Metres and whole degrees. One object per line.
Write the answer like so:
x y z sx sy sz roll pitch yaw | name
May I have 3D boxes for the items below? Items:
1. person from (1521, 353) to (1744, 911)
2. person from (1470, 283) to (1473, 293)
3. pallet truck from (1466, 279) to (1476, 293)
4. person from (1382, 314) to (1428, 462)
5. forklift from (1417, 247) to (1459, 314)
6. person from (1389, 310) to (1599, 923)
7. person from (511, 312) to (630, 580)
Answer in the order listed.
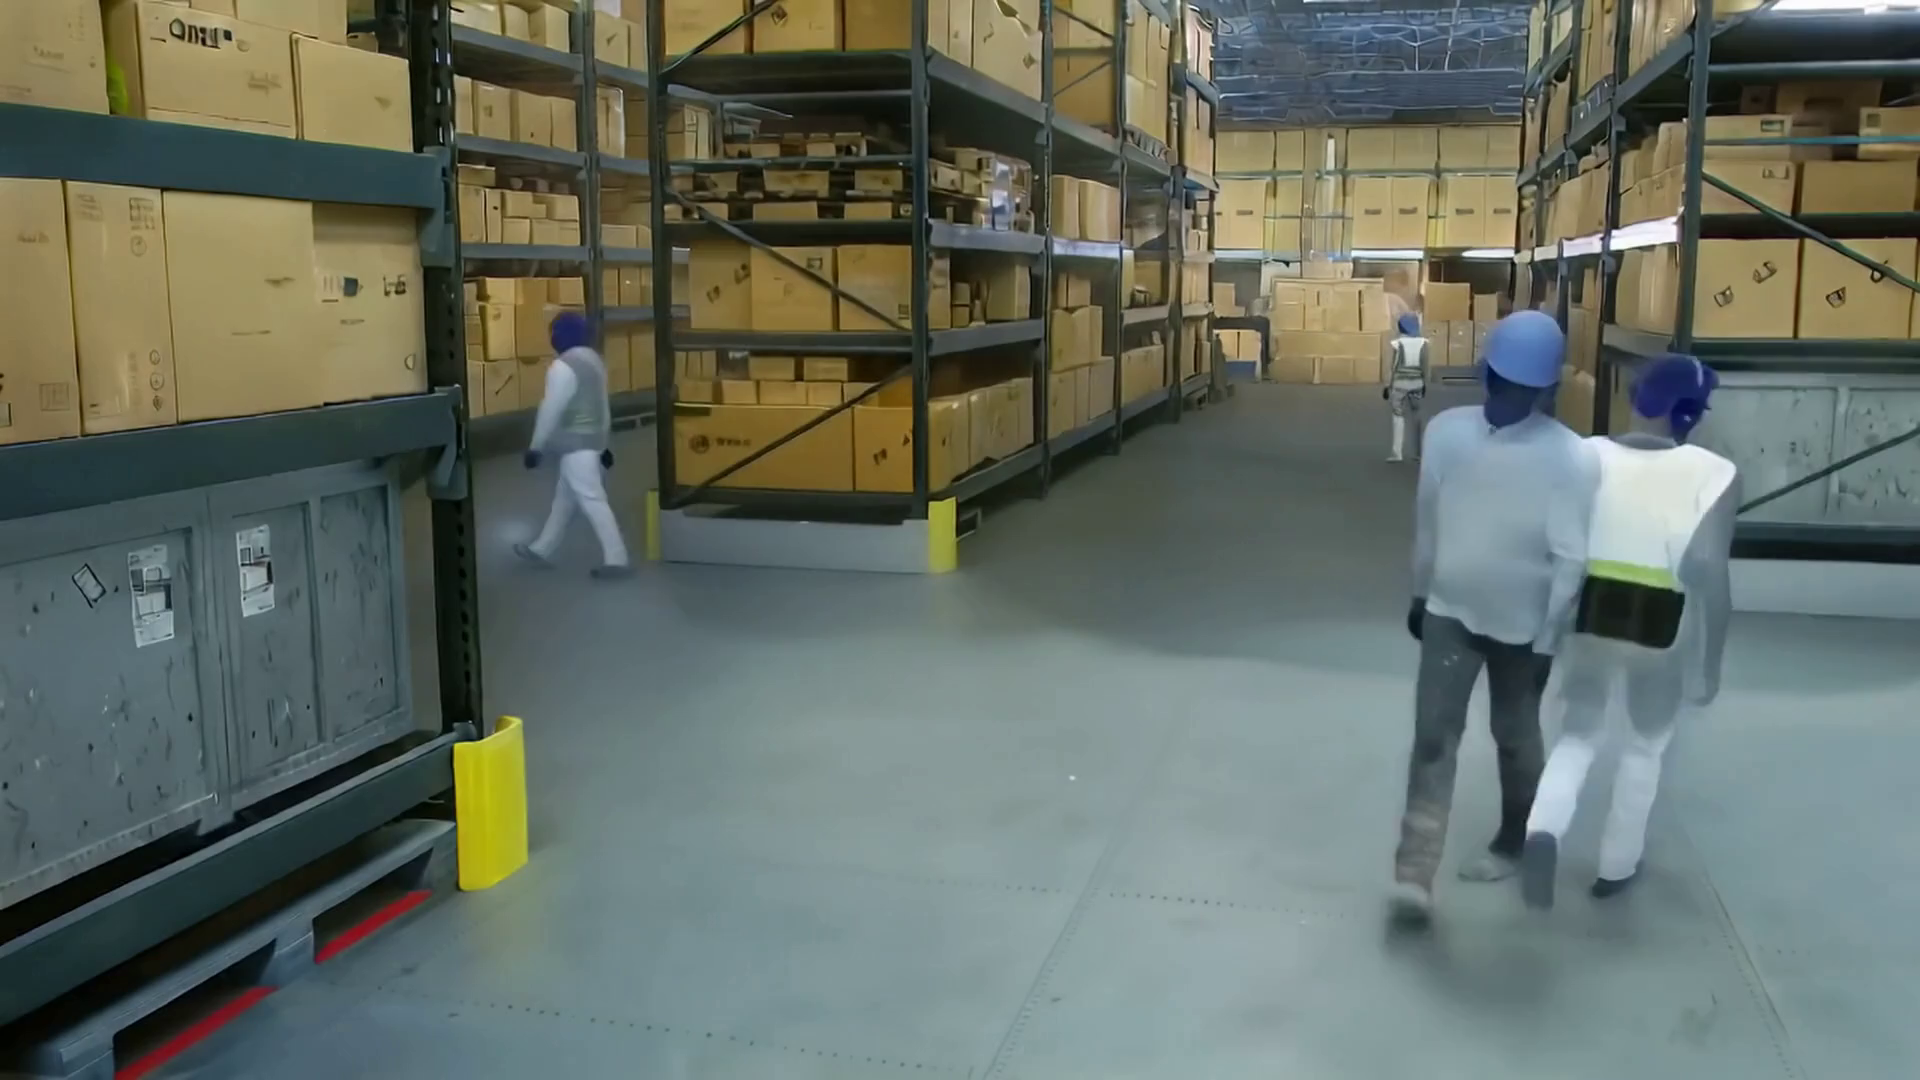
2.079 0.320 5.202 0.615 1.804 0.725 7 11 39 | person
16.522 -7.441 54.205 0.574 1.885 0.356 -5 10 -27 | person
18.896 -8.459 60.307 1.885 1.965 0.823 5 10 31 | pallet truck
4.898 -1.663 18.291 0.530 1.630 0.328 -3 9 -18 | person
12.611 -6.302 43.810 1.129 2.768 1.873 1 9 5 | forklift
1.616 0.253 5.194 0.679 1.921 0.980 8 12 42 | person
-2.645 -0.627 11.202 0.971 1.787 0.644 2 9 11 | person
